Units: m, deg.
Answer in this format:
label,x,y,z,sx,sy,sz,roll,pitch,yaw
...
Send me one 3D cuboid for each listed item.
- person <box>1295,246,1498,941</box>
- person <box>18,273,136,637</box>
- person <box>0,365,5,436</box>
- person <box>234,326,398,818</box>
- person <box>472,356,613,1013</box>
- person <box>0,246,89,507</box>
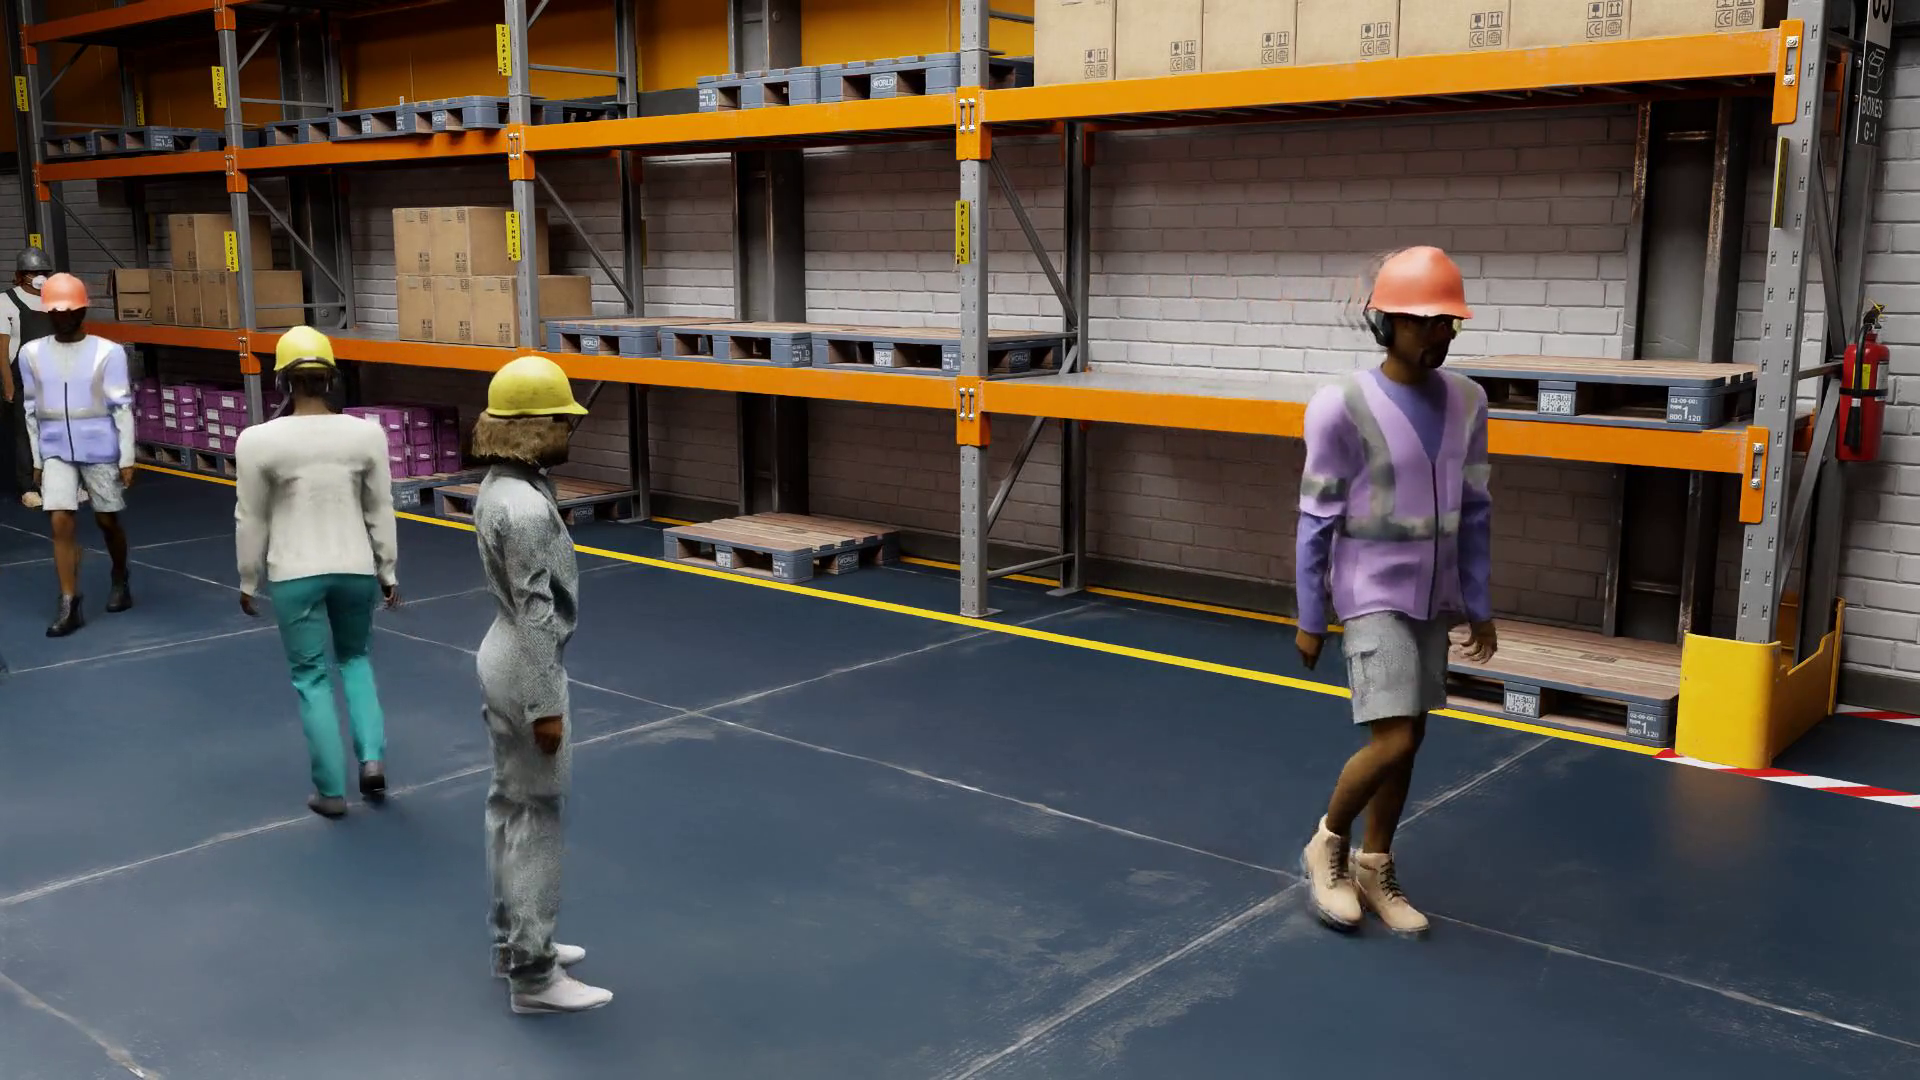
label,x,y,z,sx,sy,sz,roll,pitch,yaw
person,1.284,0.178,4.819,0.607,2.028,0.431,-6,11,-29
person,-4.731,-0.486,8.968,0.556,1.901,0.898,-2,10,-12
person,-6.532,-0.793,10.801,0.604,1.863,1.009,-5,11,-27
person,-2.287,0.121,5.929,0.525,1.753,0.378,-8,13,-39
person,-1.136,0.381,4.463,0.322,1.743,0.492,-4,11,-23
person,-7.216,-1.292,13.139,0.538,2.000,0.684,6,12,32
